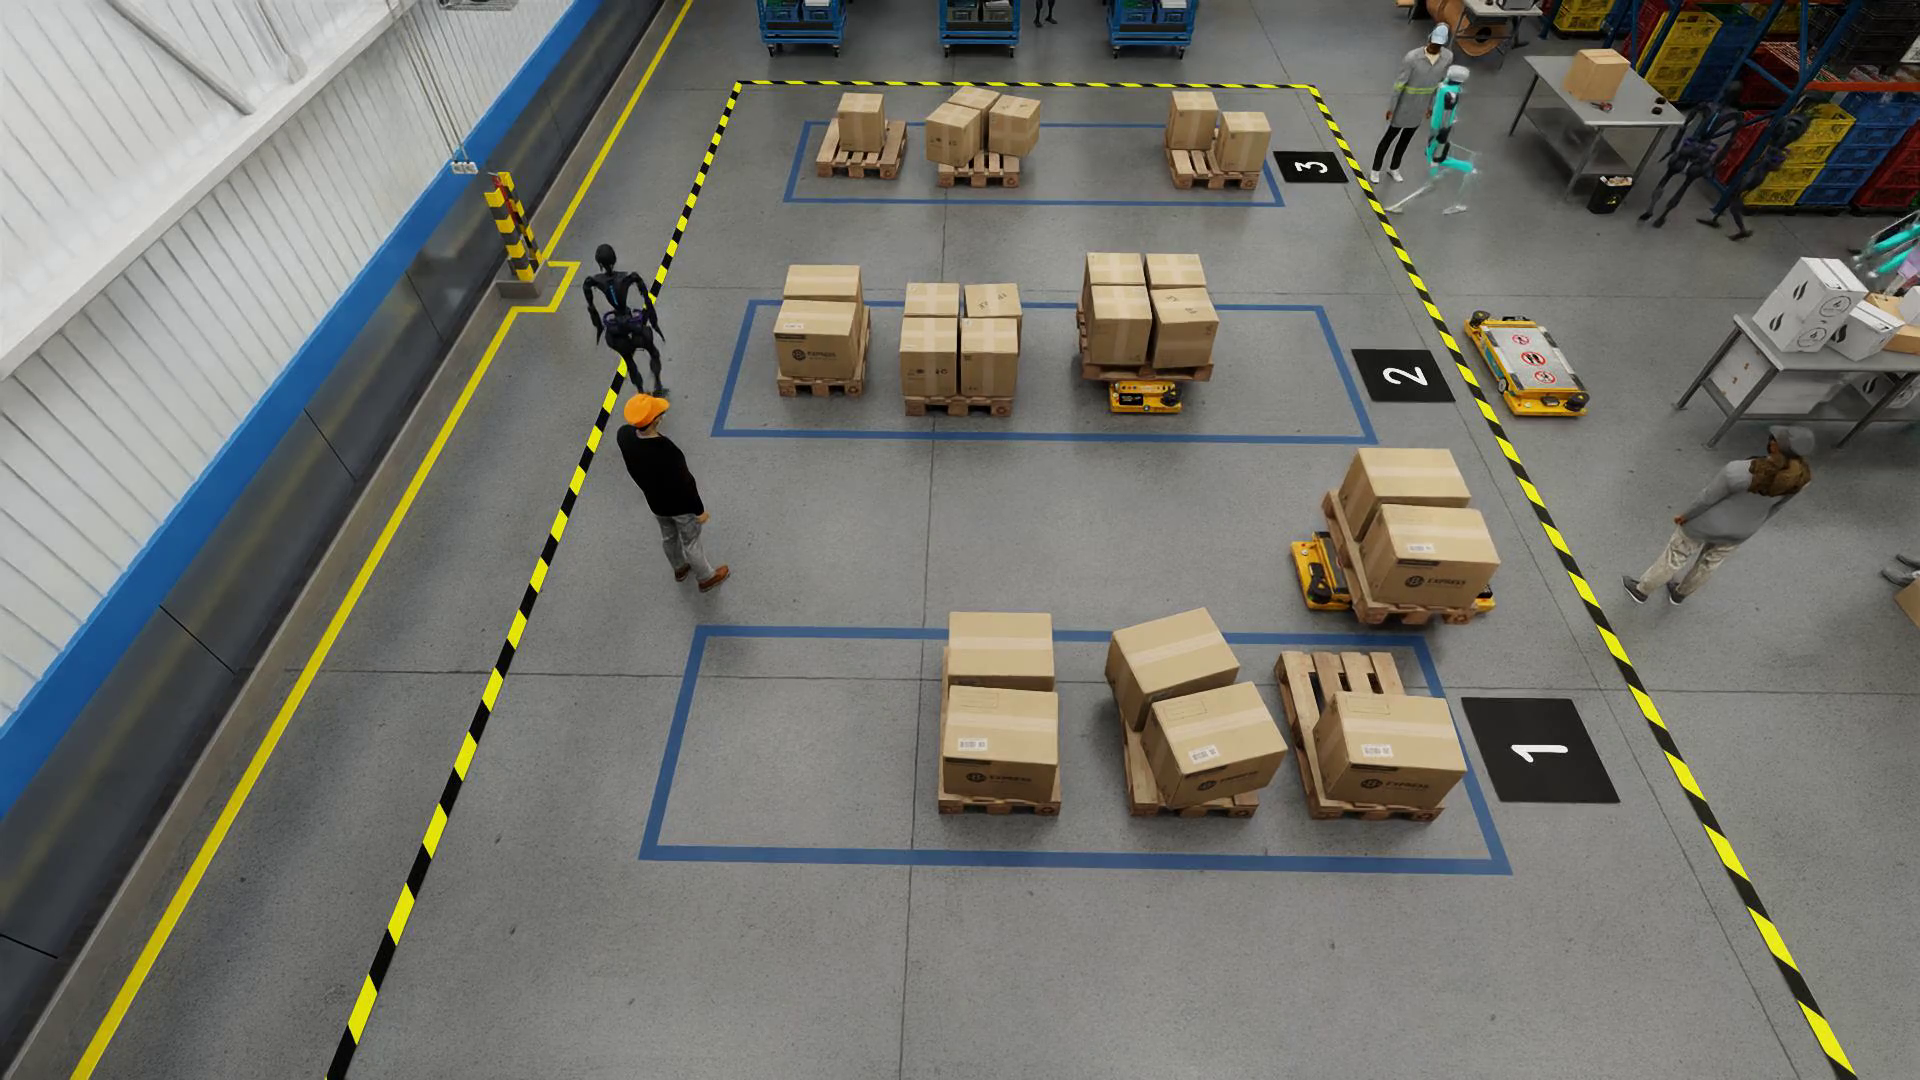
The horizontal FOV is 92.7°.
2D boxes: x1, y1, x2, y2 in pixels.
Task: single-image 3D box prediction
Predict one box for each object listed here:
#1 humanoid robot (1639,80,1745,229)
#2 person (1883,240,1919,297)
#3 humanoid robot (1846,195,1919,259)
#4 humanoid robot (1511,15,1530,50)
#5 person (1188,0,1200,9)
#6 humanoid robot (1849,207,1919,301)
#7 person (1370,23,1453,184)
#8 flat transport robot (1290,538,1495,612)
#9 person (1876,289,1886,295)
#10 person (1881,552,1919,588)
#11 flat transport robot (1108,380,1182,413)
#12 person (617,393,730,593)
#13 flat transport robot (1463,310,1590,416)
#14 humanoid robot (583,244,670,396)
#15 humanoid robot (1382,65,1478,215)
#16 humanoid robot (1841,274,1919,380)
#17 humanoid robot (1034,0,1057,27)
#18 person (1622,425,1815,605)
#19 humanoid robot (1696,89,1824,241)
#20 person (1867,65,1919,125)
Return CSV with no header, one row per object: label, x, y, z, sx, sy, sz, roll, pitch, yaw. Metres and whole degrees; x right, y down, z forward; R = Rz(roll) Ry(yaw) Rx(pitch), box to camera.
humanoid robot,8.298,-4.333,10.346,0.586,1.647,0.359,35,57,26
person,8.895,-2.509,8.544,0.400,2.036,0.598,31,56,24
humanoid robot,10.490,-3.623,9.781,0.750,1.652,0.597,24,53,20
humanoid robot,8.521,-8.351,13.856,0.773,1.626,0.600,19,52,15
person,3.555,-9.411,14.604,0.956,1.902,0.642,-20,52,-16
humanoid robot,9.597,-3.101,9.242,0.774,1.769,0.536,-1,49,-1
person,5.431,-5.198,10.985,0.597,1.850,0.396,-4,49,-4
flat transport robot,3.440,0.244,7.304,1.431,0.197,0.652,1,49,1
person,9.986,-3.160,9.204,0.577,1.880,0.365,-19,52,-15
person,7.719,-0.325,6.714,0.602,1.937,0.412,-30,56,-24
flat transport robot,1.773,-1.807,9.079,0.652,0.197,1.431,1,49,1
person,-2.113,-0.320,6.742,0.589,1.883,0.365,24,53,19
flat transport robot,5.573,-1.757,9.054,0.659,0.231,1.431,1,49,1
humanoid robot,-3.006,-1.910,8.254,0.599,1.653,0.345,-8,50,-7
humanoid robot,5.665,-4.452,10.469,1.068,1.775,0.530,9,50,7
humanoid robot,8.500,-2.141,8.435,0.643,1.824,0.530,36,58,27
humanoid robot,1.428,-9.004,14.386,0.599,1.657,0.315,-20,52,-17
person,5.534,-0.131,6.653,0.570,1.769,0.397,5,49,4
humanoid robot,8.987,-4.165,10.223,0.588,1.659,0.613,34,57,26
person,11.924,-5.748,11.498,0.921,1.806,0.627,-21,52,-18
